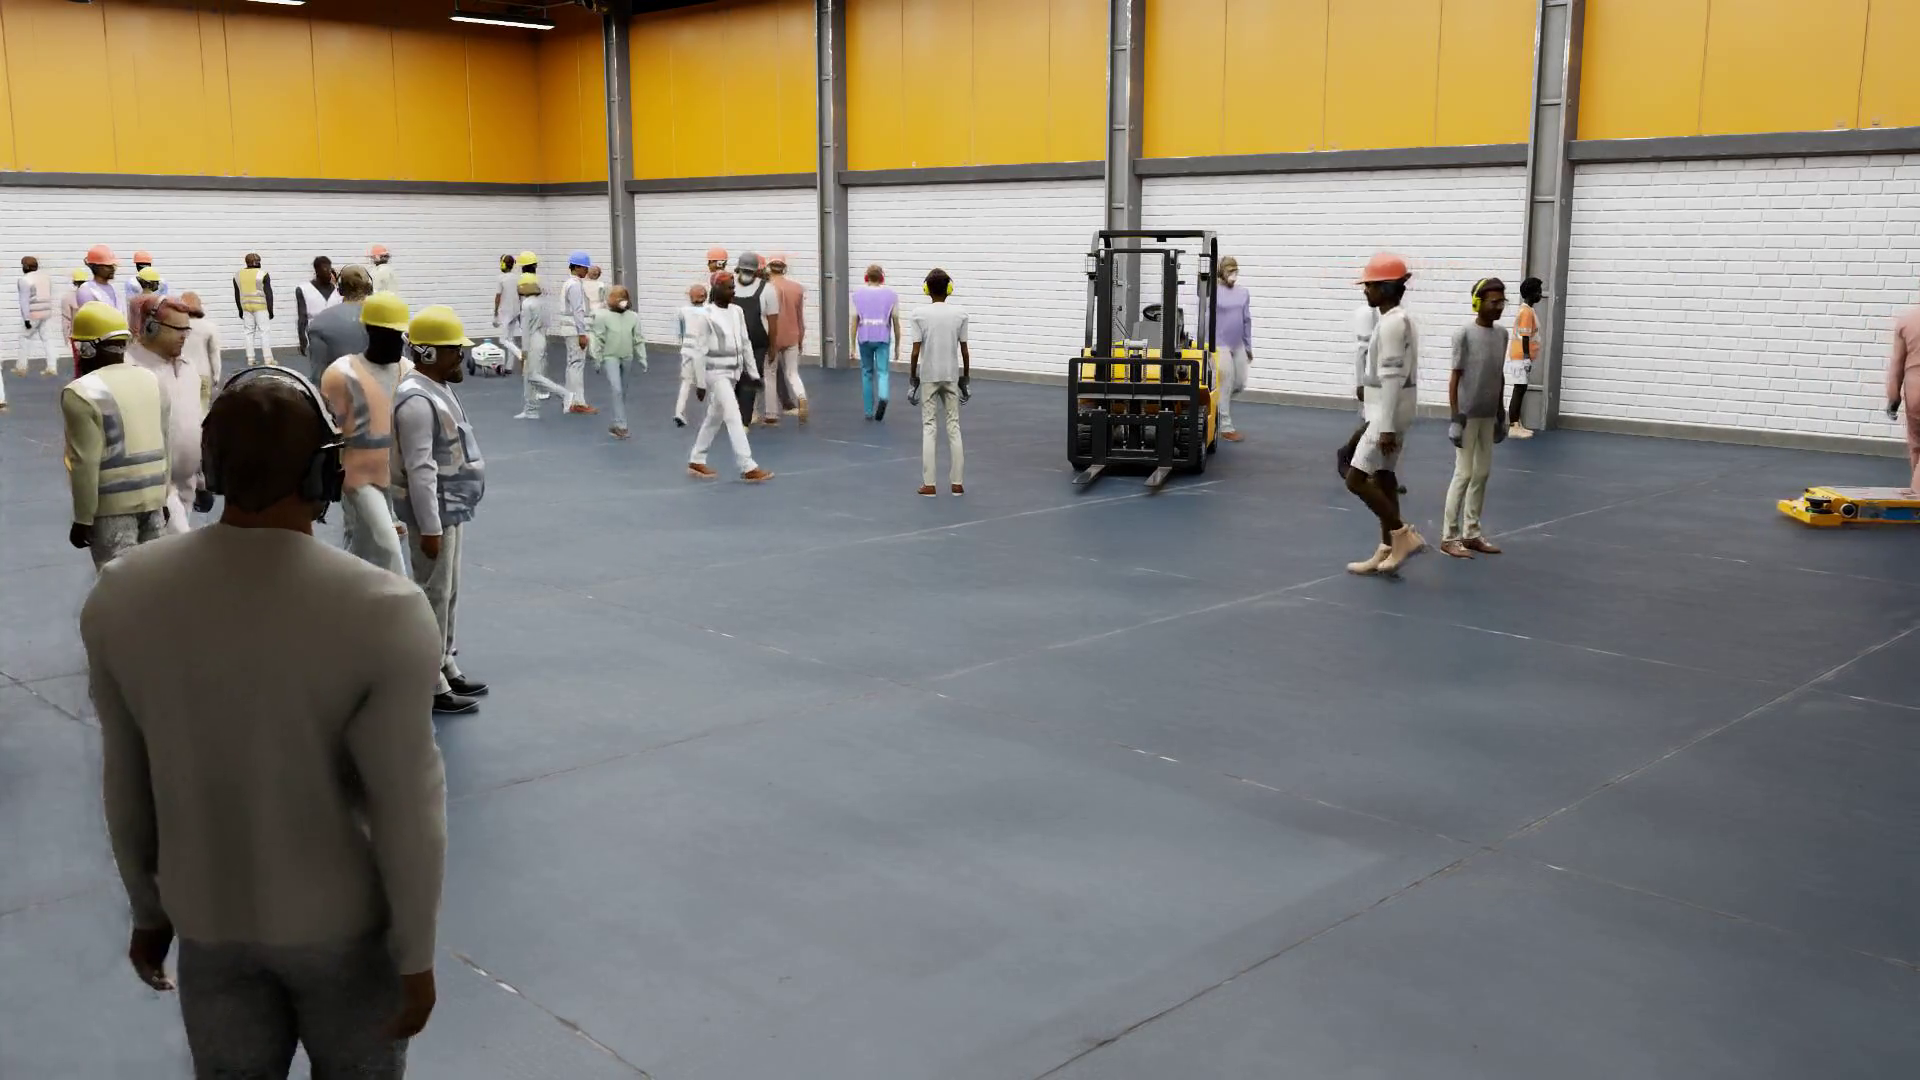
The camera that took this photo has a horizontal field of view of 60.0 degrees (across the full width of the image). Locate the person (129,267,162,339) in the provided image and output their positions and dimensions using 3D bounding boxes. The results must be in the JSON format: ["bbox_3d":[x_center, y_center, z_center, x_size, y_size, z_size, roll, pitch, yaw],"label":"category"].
[{"bbox_3d":[-9.388,-2.284,19.348,0.532,1.767,0.328,4,11,22],"label":"person"}]

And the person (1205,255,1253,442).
[{"bbox_3d":[2.743,-1.996,17.338,0.642,1.925,0.669,-7,13,-35],"label":"person"}]

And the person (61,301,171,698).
[{"bbox_3d":[-3.886,-0.178,7.680,0.404,1.833,0.591,3,11,14],"label":"person"}]

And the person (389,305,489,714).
[{"bbox_3d":[-2.333,-0.132,7.465,0.403,1.826,0.596,-2,11,-9],"label":"person"}]

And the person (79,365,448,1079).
[{"bbox_3d":[-1.183,0.668,2.841,0.637,1.923,0.761,1,10,5],"label":"person"}]

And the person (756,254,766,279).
[{"bbox_3d":[-2.998,-3.309,24.724,0.551,1.846,1.076,-5,11,-23],"label":"person"}]

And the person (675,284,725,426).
[{"bbox_3d":[-2.975,-2.089,18.768,0.511,1.596,0.865,3,11,17],"label":"person"}]

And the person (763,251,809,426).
[{"bbox_3d":[-1.956,-2.213,18.445,0.630,1.961,0.818,-5,12,-28],"label":"person"}]

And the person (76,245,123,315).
[{"bbox_3d":[-8.308,-1.844,16.242,0.431,2.037,0.647,0,10,0],"label":"person"}]

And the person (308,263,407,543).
[{"bbox_3d":[-4.157,-0.944,11.575,0.635,1.936,0.355,-3,11,-16],"label":"person"}]

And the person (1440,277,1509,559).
[{"bbox_3d":[3.444,-0.809,11.064,0.526,1.861,0.333,-6,12,-30],"label":"person"}]

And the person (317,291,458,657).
[{"bbox_3d":[-2.995,-0.332,8.462,1.000,1.862,0.606,5,11,25],"label":"person"}]

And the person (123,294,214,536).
[{"bbox_3d":[-4.023,-0.287,8.235,0.923,1.859,0.668,1,10,8],"label":"person"}]

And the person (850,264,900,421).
[{"bbox_3d":[-0.965,-2.246,19.025,0.576,1.816,0.715,-1,10,-5],"label":"person"}]

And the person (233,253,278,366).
[{"bbox_3d":[-11.541,-3.771,27.264,0.624,1.841,0.430,1,10,6],"label":"person"}]

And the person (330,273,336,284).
[{"bbox_3d":[-8.596,-2.848,22.772,0.308,1.639,0.510,3,11,14],"label":"person"}]

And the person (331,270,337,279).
[{"bbox_3d":[-8.928,-3.033,23.674,0.625,1.663,0.568,0,10,0],"label":"person"}]

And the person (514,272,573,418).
[{"bbox_3d":[-4.856,-2.241,19.286,0.672,1.713,0.484,0,10,0],"label":"person"}]

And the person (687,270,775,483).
[{"bbox_3d":[-2.037,-1.416,14.446,0.982,1.839,0.592,5,12,26],"label":"person"}]

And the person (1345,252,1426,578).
[{"bbox_3d":[2.609,-0.754,10.284,0.427,2.027,0.650,4,11,19],"label":"person"}]

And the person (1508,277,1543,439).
[{"bbox_3d":[5.963,-1.919,17.566,0.320,1.694,0.531,4,11,20],"label":"person"}]

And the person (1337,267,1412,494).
[{"bbox_3d":[3.494,-1.359,13.870,0.551,1.920,0.643,-5,11,-24],"label":"person"}]

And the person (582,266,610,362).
[{"bbox_3d":[-6.126,-3.815,28.106,0.533,1.617,0.647,1,10,7],"label":"person"}]

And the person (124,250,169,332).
[{"bbox_3d":[-10.766,-2.866,22.051,0.552,1.936,0.358,-10,14,-44],"label":"person"}]

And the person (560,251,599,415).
[{"bbox_3d":[-4.562,-2.468,19.884,0.409,1.936,0.602,-4,11,-20],"label":"person"}]

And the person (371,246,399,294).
[{"bbox_3d":[-8.679,-3.441,25.141,0.395,1.962,0.662,2,11,12],"label":"person"}]

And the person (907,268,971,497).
[{"bbox_3d":[-0.173,-1.283,13.621,0.534,1.865,0.309,-2,11,-13],"label":"person"}]

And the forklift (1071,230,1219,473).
[{"bbox_3d":[1.804,-1.825,15.677,1.214,2.155,2.313,2,11,13],"label":"forklift"}]

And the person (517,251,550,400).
[{"bbox_3d":[-5.536,-2.783,21.638,0.383,1.923,0.589,-1,10,-7],"label":"person"}]

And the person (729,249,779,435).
[{"bbox_3d":[-2.291,-2.170,17.979,0.697,2.000,0.846,2,11,10],"label":"person"}]

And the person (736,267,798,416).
[{"bbox_3d":[-2.300,-2.363,19.735,0.971,1.794,0.510,3,11,15],"label":"person"}]

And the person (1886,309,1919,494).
[{"bbox_3d":[7.389,-1.073,12.512,1.007,1.847,0.647,-8,13,-38],"label":"person"}]

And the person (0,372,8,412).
[{"bbox_3d":[-12.005,-2.463,20.131,1.015,1.823,0.590,4,11,22],"label":"person"}]

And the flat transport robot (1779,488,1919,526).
[{"bbox_3d":[6.938,-0.247,12.321,1.431,0.197,0.652,1,10,7],"label":"flat transport robot"}]

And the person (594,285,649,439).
[{"bbox_3d":[-3.529,-1.859,17.455,0.517,1.597,0.771,-8,13,-37],"label":"person"}]

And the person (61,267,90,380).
[{"bbox_3d":[-11.370,-2.675,21.591,0.527,1.727,0.908,-7,13,-34],"label":"person"}]

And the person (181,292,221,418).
[{"bbox_3d":[-7.368,-1.581,15.984,0.520,1.597,0.819,-7,12,-33],"label":"person"}]

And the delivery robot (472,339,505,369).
[{"bbox_3d":[-7.171,-2.811,25.270,0.477,0.478,0.707,-6,12,-30],"label":"delivery robot"}]

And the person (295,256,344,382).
[{"bbox_3d":[-7.317,-2.312,19.132,0.463,1.901,0.613,8,13,39],"label":"person"}]

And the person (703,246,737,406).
[{"bbox_3d":[-2.940,-2.607,20.483,0.395,1.994,0.612,-4,11,-19],"label":"person"}]

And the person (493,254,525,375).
[{"bbox_3d":[-6.820,-3.413,25.274,0.662,1.853,0.539,6,12,31],"label":"person"}]

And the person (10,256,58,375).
[{"bbox_3d":[-14.189,-3.401,25.342,0.840,1.810,0.632,3,11,18],"label":"person"}]
